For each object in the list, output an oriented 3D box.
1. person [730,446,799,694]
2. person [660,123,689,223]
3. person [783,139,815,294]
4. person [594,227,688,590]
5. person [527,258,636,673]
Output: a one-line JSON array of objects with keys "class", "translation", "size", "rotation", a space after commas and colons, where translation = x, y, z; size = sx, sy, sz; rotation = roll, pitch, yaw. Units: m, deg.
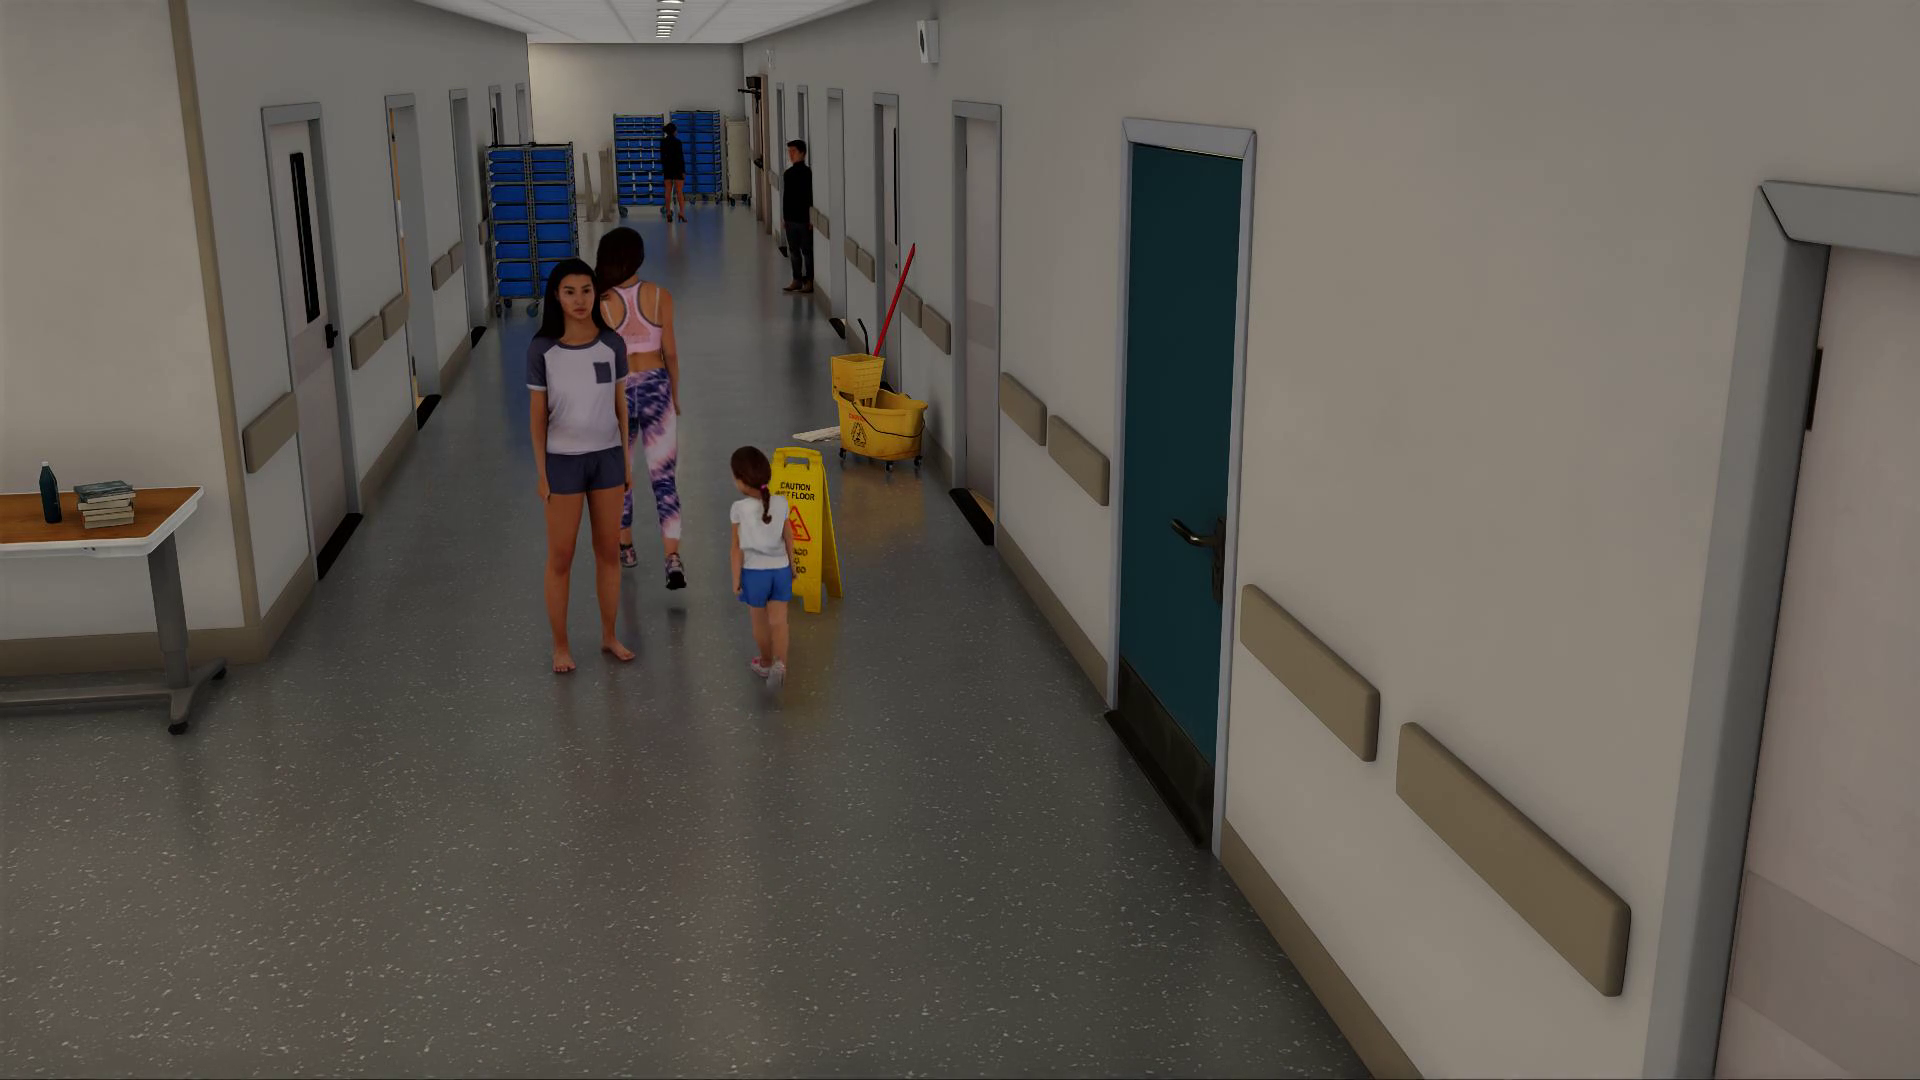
[{"class": "person", "translation": [-0.790, 0.134, 6.766], "size": [0.509, 1.001, 0.717], "rotation": [-5, 17, -18]}, {"class": "person", "translation": [-4.823, -6.191, 28.025], "size": [0.672, 1.640, 0.731], "rotation": [4, 16, 13]}, {"class": "person", "translation": [-1.837, -3.723, 19.120], "size": [0.689, 1.722, 0.781], "rotation": [14, 21, 40]}, {"class": "person", "translation": [-1.522, -0.601, 8.030], "size": [0.702, 1.730, 1.209], "rotation": [-5, 16, -16]}, {"class": "person", "translation": [-1.592, -0.319, 7.022], "size": [0.647, 1.733, 0.623], "rotation": [-9, 18, -29]}]
